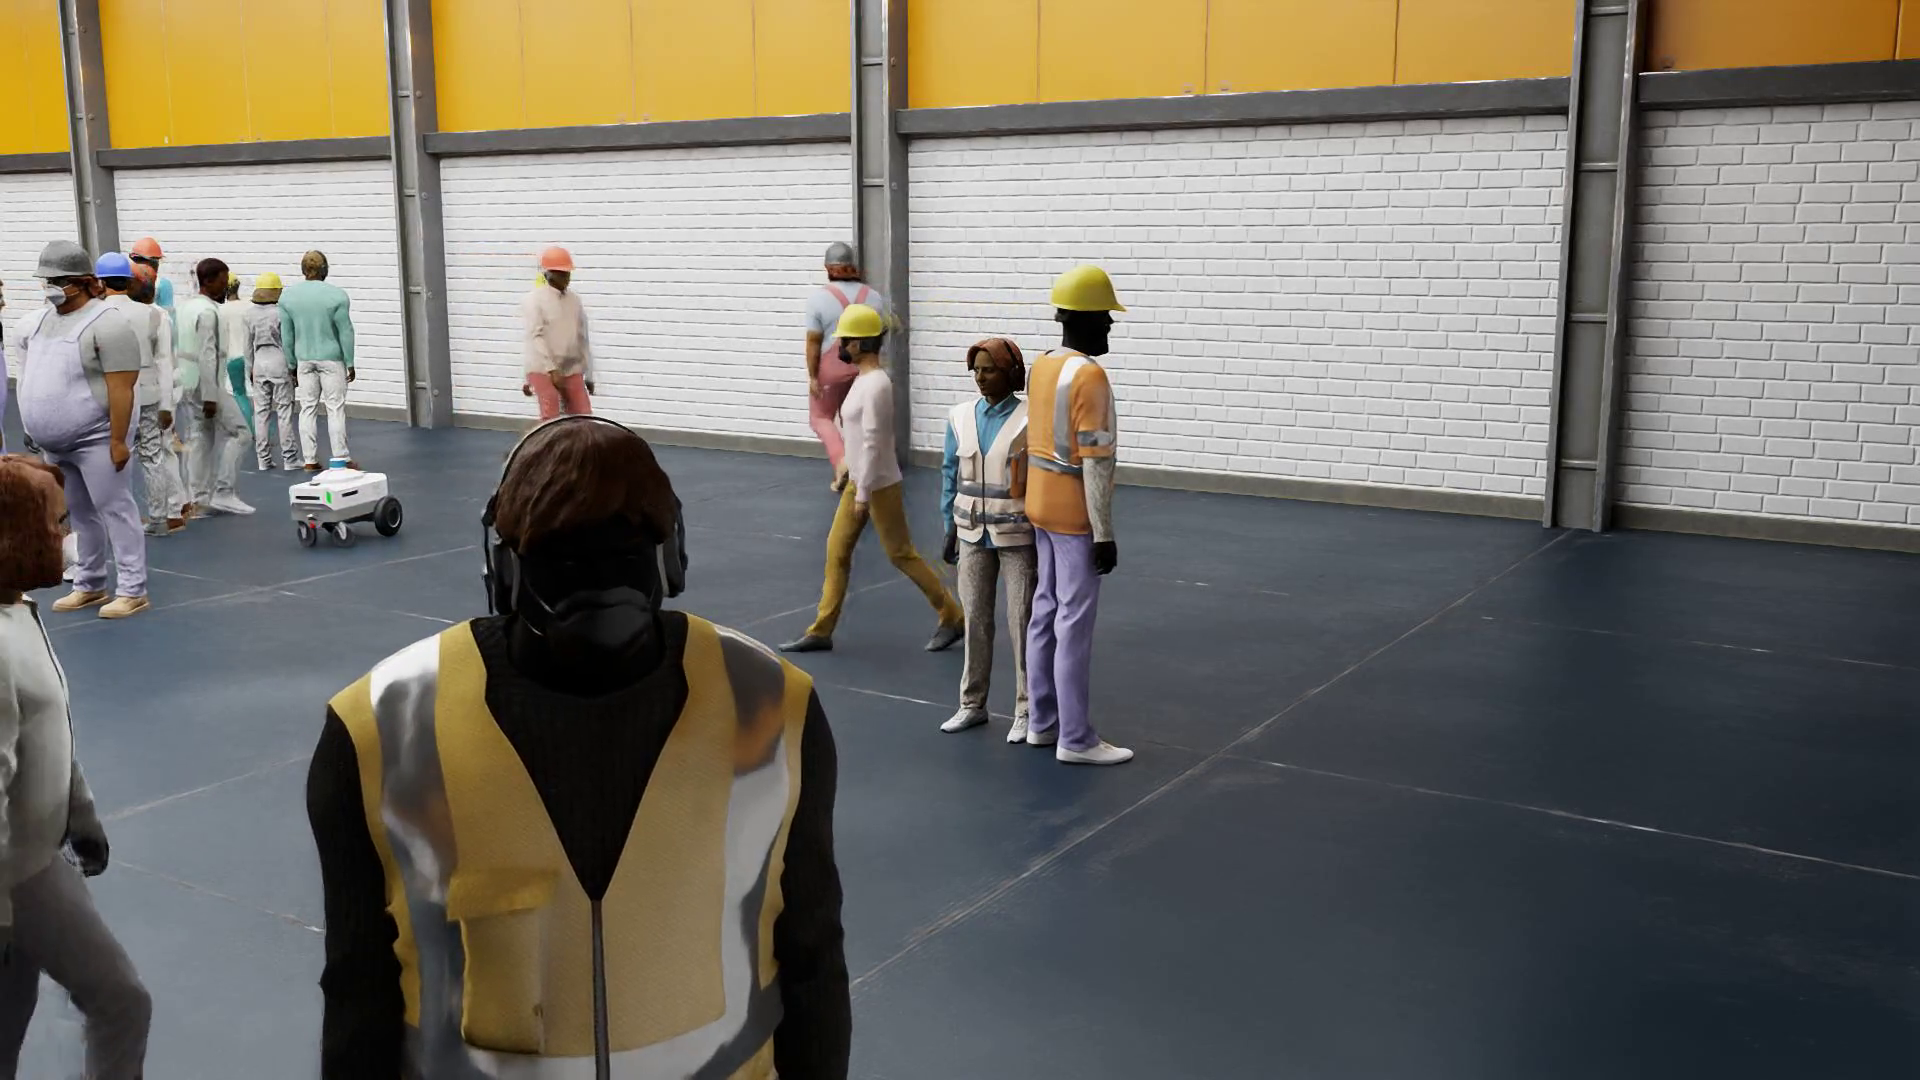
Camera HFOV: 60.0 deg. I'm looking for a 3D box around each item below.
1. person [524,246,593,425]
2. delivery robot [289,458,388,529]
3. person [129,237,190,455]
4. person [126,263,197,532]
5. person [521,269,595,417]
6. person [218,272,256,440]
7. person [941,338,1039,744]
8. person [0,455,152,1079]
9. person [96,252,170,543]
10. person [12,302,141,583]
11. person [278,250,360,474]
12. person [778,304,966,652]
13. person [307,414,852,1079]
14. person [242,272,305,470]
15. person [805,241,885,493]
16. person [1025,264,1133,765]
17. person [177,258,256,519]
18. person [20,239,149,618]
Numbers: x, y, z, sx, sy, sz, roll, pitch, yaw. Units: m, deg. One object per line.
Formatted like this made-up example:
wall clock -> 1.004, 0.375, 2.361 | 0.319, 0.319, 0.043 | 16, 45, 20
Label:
person -> -3.174, -1.357, 13.348 | 0.500, 1.971, 0.617 | 8, 13, 37
delivery robot -> -4.174, -0.306, 11.186 | 0.477, 0.478, 0.707 | 2, 10, 14
person -> -7.598, -1.815, 15.678 | 0.605, 2.045, 0.382 | 3, 11, 14
person -> -5.527, -0.970, 11.519 | 0.460, 1.866, 0.654 | -9, 14, -42
person -> -3.360, -1.394, 14.052 | 0.783, 1.794, 0.601 | 9, 14, 41
person -> -7.153, -1.824, 16.591 | 0.545, 1.727, 0.703 | -6, 12, -30
person -> 0.156, 0.003, 6.729 | 0.523, 1.638, 0.311 | 6, 12, 30
person -> -1.742, 0.630, 3.296 | 0.645, 1.607, 0.532 | -5, 11, -26
person -> -5.606, -0.946, 11.162 | 0.414, 1.941, 0.607 | 9, 14, 41
person -> -5.225, -0.701, 9.896 | 0.648, 1.904, 0.401 | -6, 12, -29
person -> -5.539, -1.534, 14.413 | 0.631, 1.939, 0.370 | 0, 10, 2
person -> -0.391, -0.289, 8.119 | 0.923, 1.722, 0.532 | -3, 11, -14
person -> -0.428, 0.762, 2.002 | 0.618, 1.836, 0.432 | -3, 11, -16
person -> -6.051, -1.484, 14.682 | 0.493, 1.742, 0.298 | 1, 10, 8
person -> -0.920, -1.350, 13.108 | 0.691, 2.000, 0.663 | -6, 12, -29
person -> 0.447, -0.095, 6.471 | 0.380, 1.928, 0.586 | -4, 11, -20
person -> -5.423, -1.101, 12.138 | 0.578, 1.885, 0.606 | -8, 13, -37
person -> -4.734, -0.595, 8.928 | 0.682, 2.000, 0.535 | 5, 11, 26
